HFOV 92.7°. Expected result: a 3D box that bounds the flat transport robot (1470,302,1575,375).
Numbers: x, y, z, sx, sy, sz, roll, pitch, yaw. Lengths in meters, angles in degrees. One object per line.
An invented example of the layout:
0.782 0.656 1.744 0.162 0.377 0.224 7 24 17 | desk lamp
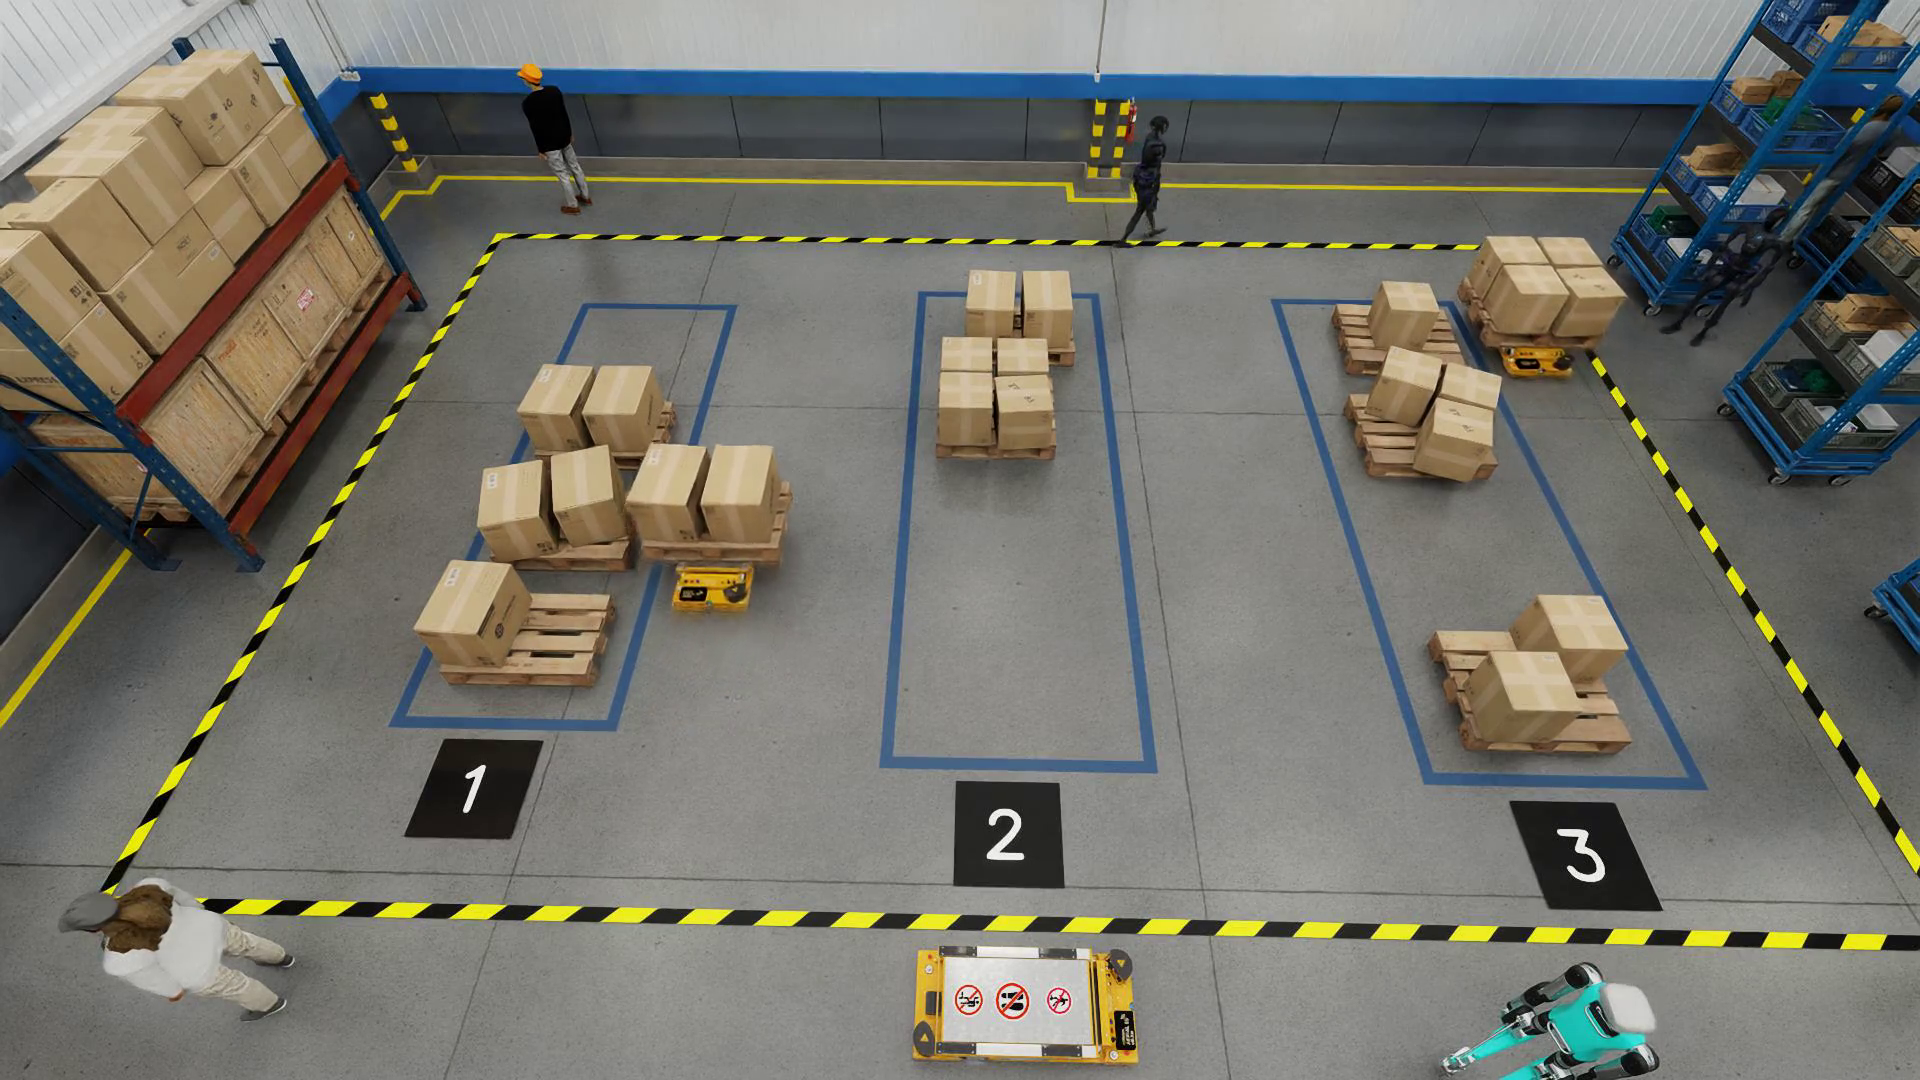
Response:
6.376 -2.417 10.438 0.652 0.197 1.431 1 51 1 | flat transport robot

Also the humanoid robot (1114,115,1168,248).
2.324 -4.325 11.116 0.736 1.630 0.592 -8 51 -6 | humanoid robot

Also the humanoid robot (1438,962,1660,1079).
3.108 2.871 5.111 0.735 1.677 0.533 -12 52 -10 | humanoid robot

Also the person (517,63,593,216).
-5.097 -5.022 11.539 0.358 1.884 0.587 22 54 17 | person

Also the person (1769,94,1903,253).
10.476 -4.340 10.956 0.620 1.932 0.371 -2 51 -2 | person

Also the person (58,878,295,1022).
-4.621 2.465 5.508 0.396 1.769 0.562 -9 51 -7 | person

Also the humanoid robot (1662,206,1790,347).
8.339 -2.845 9.897 0.365 1.659 0.587 -30 57 -22 | humanoid robot

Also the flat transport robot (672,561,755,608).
-2.190 -0.012 8.478 0.652 0.197 1.431 1 51 1 | flat transport robot

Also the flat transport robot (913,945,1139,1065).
0.422 3.041 6.007 1.431 0.231 0.659 1 51 1 | flat transport robot
